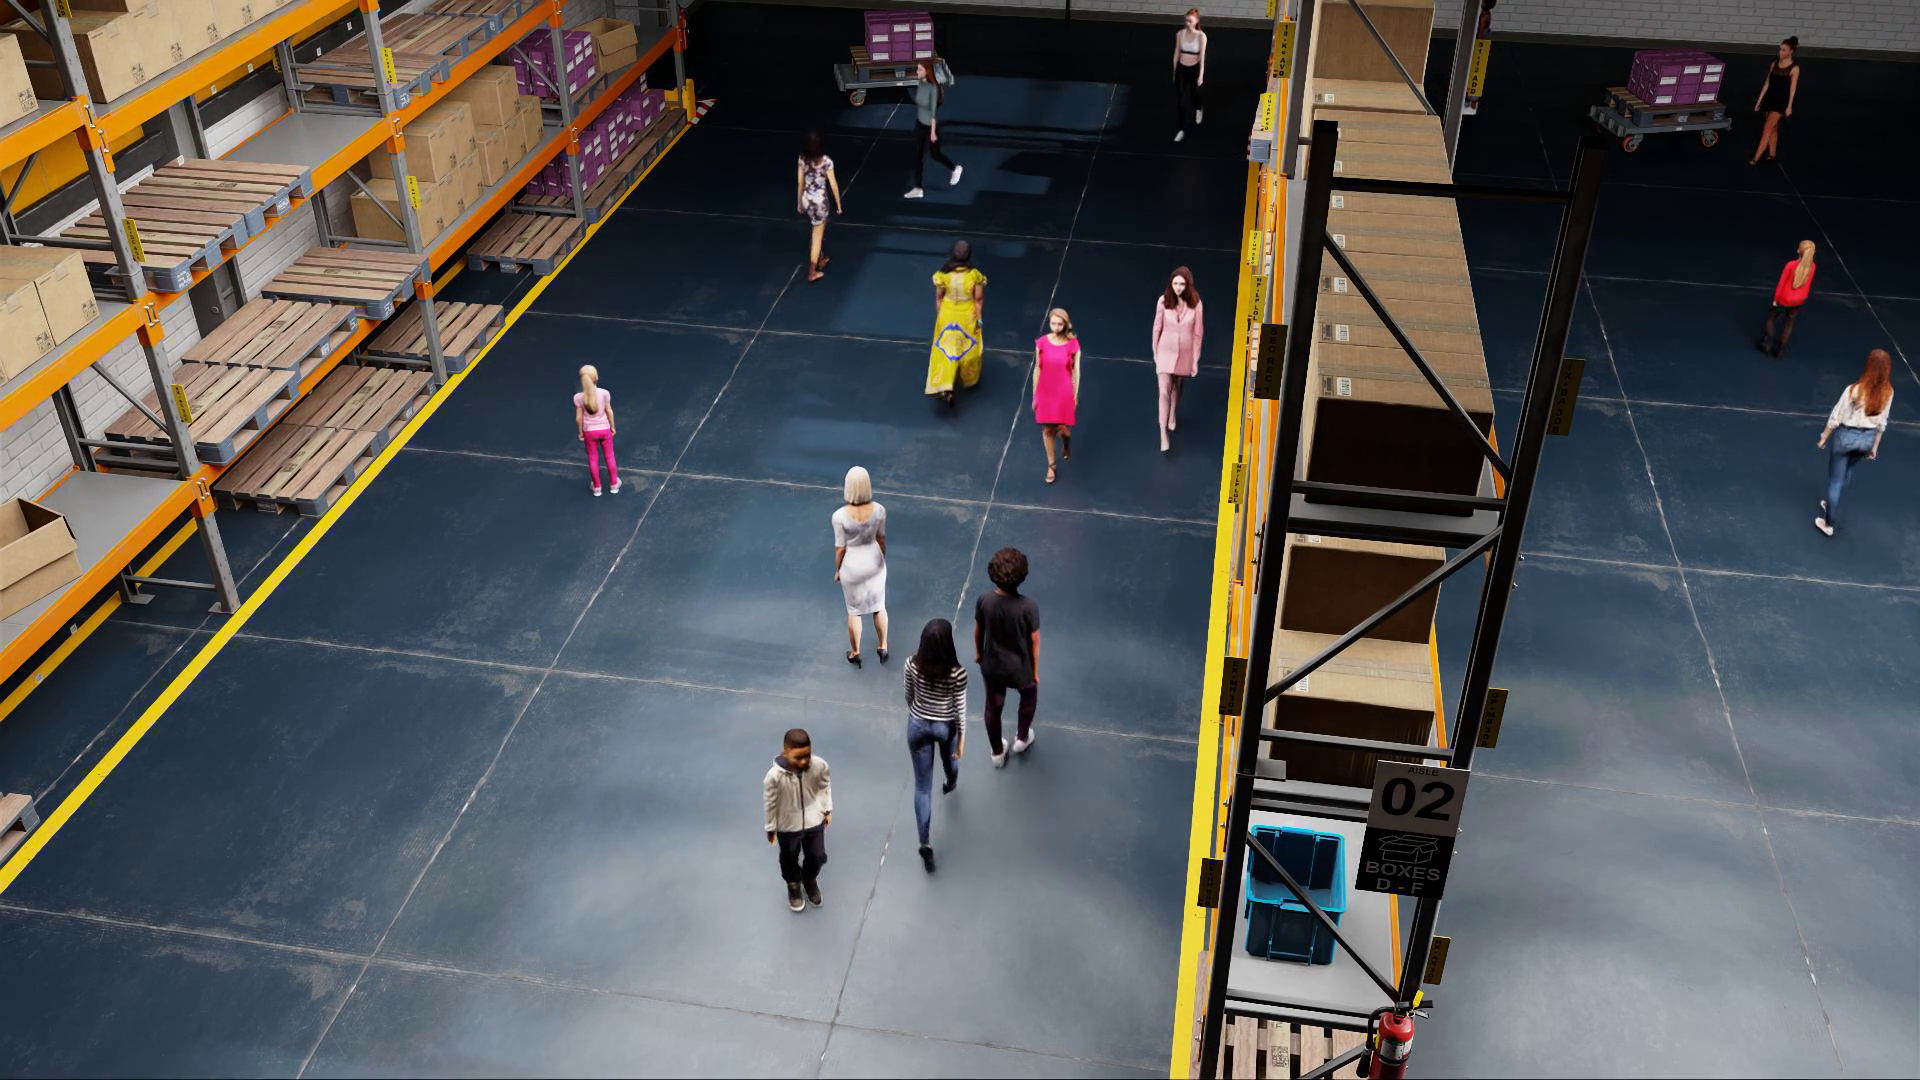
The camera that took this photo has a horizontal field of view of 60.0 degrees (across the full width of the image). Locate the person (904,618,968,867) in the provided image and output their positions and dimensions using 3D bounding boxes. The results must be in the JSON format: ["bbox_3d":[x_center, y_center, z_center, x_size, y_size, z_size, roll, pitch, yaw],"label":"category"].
[{"bbox_3d":[-0.202,1.349,10.915,0.593,1.731,1.113,5,34,7],"label":"person"}]

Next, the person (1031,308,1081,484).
[{"bbox_3d":[0.876,-1.342,14.976,0.609,1.716,0.760,8,34,12],"label":"person"}]

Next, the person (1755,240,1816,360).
[{"bbox_3d":[8.522,-2.440,17.028,0.554,1.274,0.599,0,34,1],"label":"person"}]

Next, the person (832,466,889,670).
[{"bbox_3d":[-0.734,0.211,12.607,0.640,1.752,0.649,-10,35,-15],"label":"person"}]

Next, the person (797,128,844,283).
[{"bbox_3d":[-1.650,-3.699,18.526,0.758,1.712,0.896,16,37,23],"label":"person"}]

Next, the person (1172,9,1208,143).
[{"bbox_3d":[3.108,-6.279,22.397,0.782,1.724,1.068,17,37,23],"label":"person"}]

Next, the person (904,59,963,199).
[{"bbox_3d":[-0.326,-5.092,20.617,1.105,1.717,1.058,-20,38,-27],"label":"person"}]

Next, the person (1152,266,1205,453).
[{"bbox_3d":[2.043,-1.757,15.564,0.667,1.757,1.087,3,34,4],"label":"person"}]

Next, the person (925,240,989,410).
[{"bbox_3d":[-0.011,-2.073,16.155,0.843,1.629,1.324,1,34,2],"label":"person"}]

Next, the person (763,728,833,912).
[{"bbox_3d":[-1.046,1.729,10.606,0.678,1.440,0.678,-11,35,-16],"label":"person"}]

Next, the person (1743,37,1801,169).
[{"bbox_3d":[10.649,-5.680,21.556,0.917,1.656,0.921,-13,36,-19],"label":"person"}]

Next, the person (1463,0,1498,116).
[{"bbox_3d":[7.251,-6.813,23.227,0.683,1.695,0.509,11,35,16],"label":"person"}]

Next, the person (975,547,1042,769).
[{"bbox_3d":[0.317,0.879,11.585,0.646,1.771,0.662,7,34,10],"label":"person"}]

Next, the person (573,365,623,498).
[{"bbox_3d":[-3.240,-0.985,14.838,0.566,1.276,0.608,-8,35,-12],"label":"person"}]

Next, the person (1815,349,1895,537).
[{"bbox_3d":[7.635,-0.791,14.151,0.646,1.712,0.783,2,34,2],"label":"person"}]
